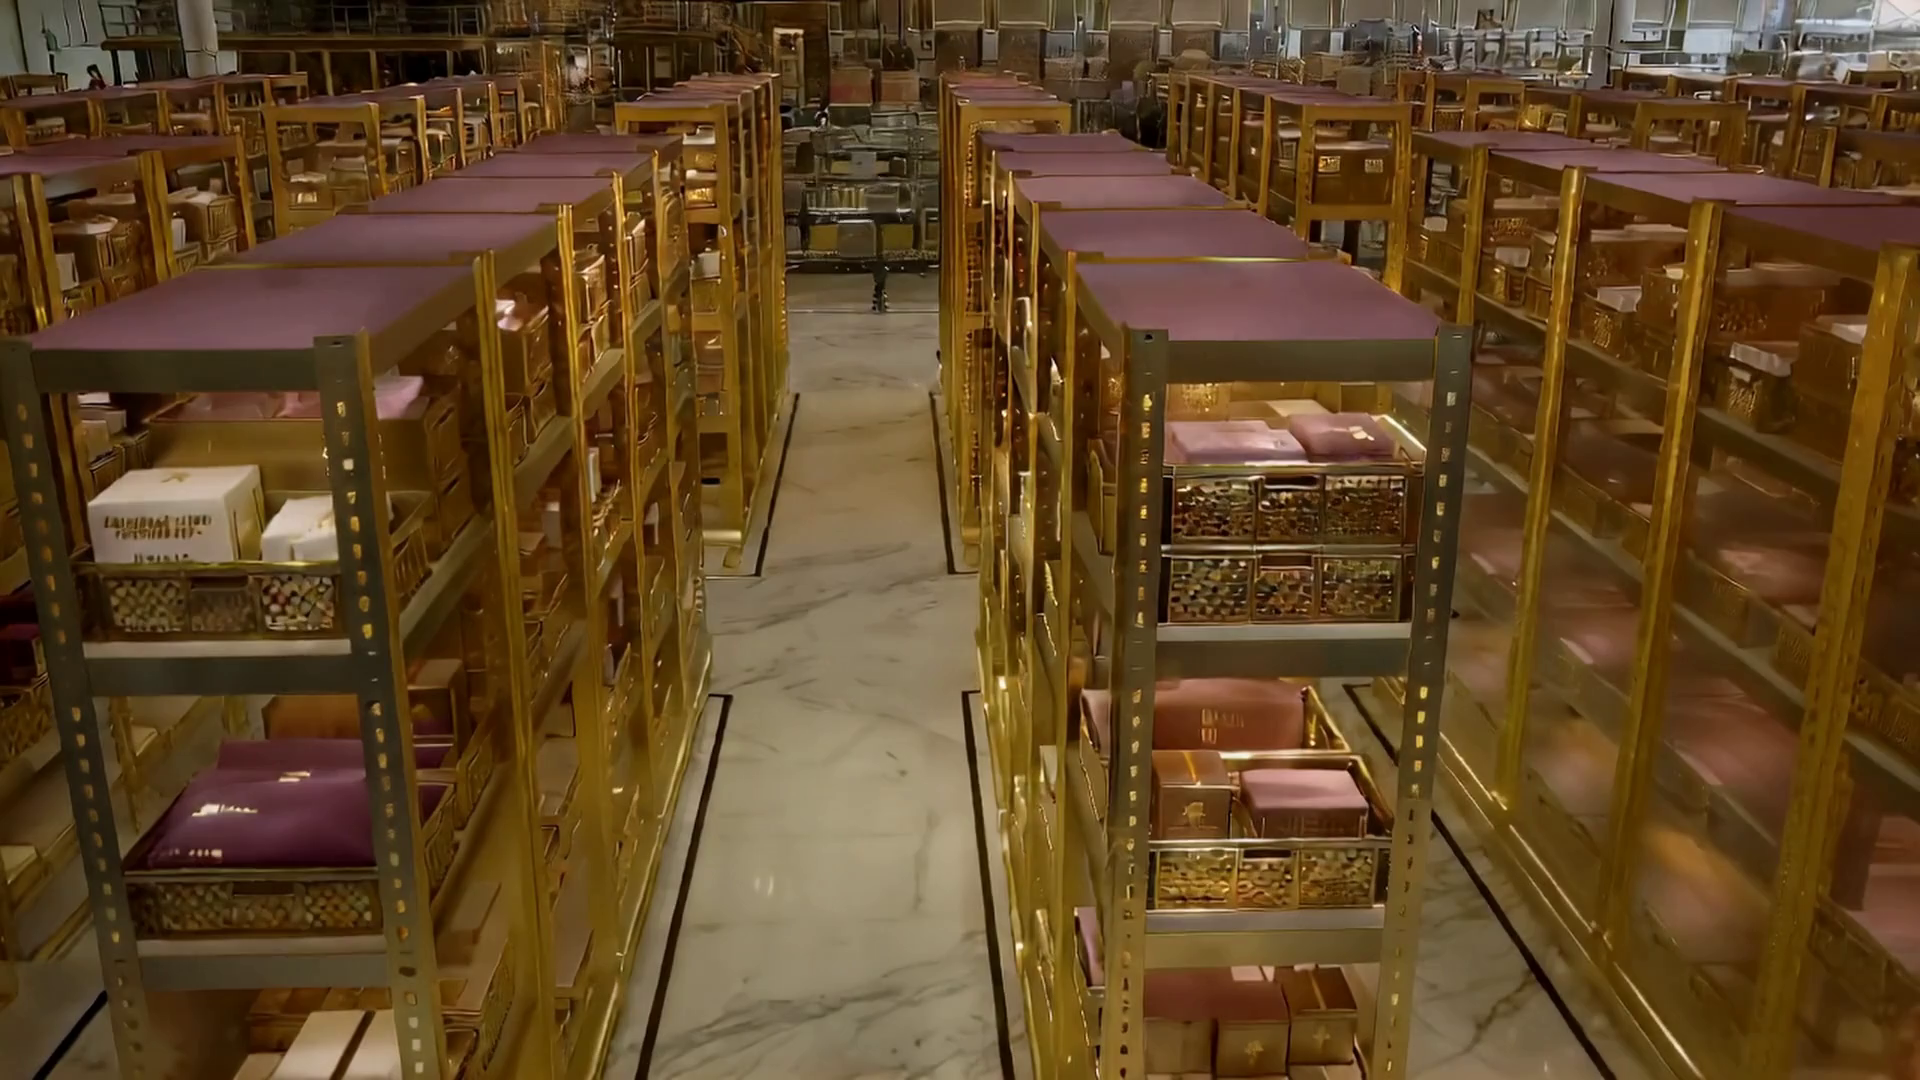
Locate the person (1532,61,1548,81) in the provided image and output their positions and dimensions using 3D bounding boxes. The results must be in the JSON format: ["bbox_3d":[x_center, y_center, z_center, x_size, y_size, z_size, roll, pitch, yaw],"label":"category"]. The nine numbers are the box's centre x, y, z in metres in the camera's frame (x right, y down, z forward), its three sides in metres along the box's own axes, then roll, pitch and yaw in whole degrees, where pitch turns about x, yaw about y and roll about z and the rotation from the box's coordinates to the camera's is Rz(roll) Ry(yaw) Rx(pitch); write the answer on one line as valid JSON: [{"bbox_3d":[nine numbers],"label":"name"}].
[{"bbox_3d":[24.238,-19.102,69.720,0.535,2.000,0.860,-9,20,-25],"label":"person"}]

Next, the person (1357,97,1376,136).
[{"bbox_3d":[11.433,-11.632,46.950,0.619,1.819,0.497,1,18,4],"label":"person"}]

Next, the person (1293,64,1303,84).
[{"bbox_3d":[13.661,-18.267,67.331,0.374,1.916,0.596,13,22,35],"label":"person"}]

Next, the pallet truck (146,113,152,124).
[{"bbox_3d":[-18.087,-8.309,36.390,1.885,1.965,0.823,-1,18,-4],"label":"pallet truck"}]

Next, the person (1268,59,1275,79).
[{"bbox_3d":[15.026,-22.346,80.303,0.317,1.700,0.539,7,19,20],"label":"person"}]

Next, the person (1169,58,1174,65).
[{"bbox_3d":[9.912,-21.631,77.868,0.521,1.853,0.355,-11,21,-31],"label":"person"}]

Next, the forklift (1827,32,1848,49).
[{"bbox_3d":[46.023,-25.321,87.619,1.129,2.768,1.873,-1,18,-2],"label":"forklift"}]

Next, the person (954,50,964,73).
[{"bbox_3d":[-0.033,-25.210,88.871,0.560,1.892,0.982,-14,23,-38],"label":"person"}]

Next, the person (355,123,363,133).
[{"bbox_3d":[-13.232,-8.540,37.071,0.543,2.025,0.687,11,21,30],"label":"person"}]

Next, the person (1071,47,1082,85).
[{"bbox_3d":[6.349,-25.854,90.702,0.610,1.986,0.392,-3,18,-10],"label":"person"}]

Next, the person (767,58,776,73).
[{"bbox_3d":[-9.182,-22.698,81.353,0.500,1.725,0.594,-7,19,-21],"label":"person"}]

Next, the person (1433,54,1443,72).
[{"bbox_3d":[22.925,-22.301,79.788,0.379,1.937,0.629,-8,19,-22],"label":"person"}]

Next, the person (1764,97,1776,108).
[{"bbox_3d":[27.269,-14.504,56.043,0.319,1.696,0.532,-2,18,-6],"label":"person"}]

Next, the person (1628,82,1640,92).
[{"bbox_3d":[24.350,-15.958,60.154,0.545,1.938,0.361,-8,20,-25],"label":"person"}]

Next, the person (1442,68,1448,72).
[{"bbox_3d":[19.204,-17.871,66.272,0.986,1.806,0.550,-14,22,-36],"label":"person"}]

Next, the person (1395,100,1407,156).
[{"bbox_3d":[12.802,-11.896,48.109,0.503,1.618,0.652,0,18,1],"label":"person"}]

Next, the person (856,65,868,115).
[{"bbox_3d":[-3.937,-17.898,66.150,0.679,1.943,0.612,15,23,38],"label":"person"}]

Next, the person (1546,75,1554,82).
[{"bbox_3d":[20.089,-14.925,56.962,0.375,1.934,0.548,5,19,15],"label":"person"}]

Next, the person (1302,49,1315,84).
[{"bbox_3d":[19.098,-26.058,91.505,0.964,1.886,0.598,4,18,12],"label":"person"}]

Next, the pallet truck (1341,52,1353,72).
[{"bbox_3d":[18.794,-23.123,82.231,0.823,1.965,1.885,-13,22,-35],"label":"pallet truck"}]

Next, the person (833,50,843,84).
[{"bbox_3d":[-6.720,-26.138,91.852,0.636,1.820,0.719,17,24,42],"label":"person"}]

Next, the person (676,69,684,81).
[{"bbox_3d":[-10.866,-17.334,64.561,0.345,1.847,0.504,-10,20,-27],"label":"person"}]

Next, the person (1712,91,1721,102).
[{"bbox_3d":[26.519,-15.140,58.100,0.514,1.640,0.310,12,21,33],"label":"person"}]

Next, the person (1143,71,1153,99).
[{"bbox_3d":[6.910,-16.223,61.005,0.392,1.919,0.593,2,18,6],"label":"person"}]

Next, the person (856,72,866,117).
[{"bbox_3d":[-3.797,-16.986,63.640,0.462,1.753,0.531,5,18,14],"label":"person"}]

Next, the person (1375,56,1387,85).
[{"bbox_3d":[20.485,-22.646,81.031,0.641,1.826,0.539,-7,19,-19],"label":"person"}]

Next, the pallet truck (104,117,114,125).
[{"bbox_3d":[-18.367,-7.885,35.078,1.885,1.965,0.823,1,18,2],"label":"pallet truck"}]
